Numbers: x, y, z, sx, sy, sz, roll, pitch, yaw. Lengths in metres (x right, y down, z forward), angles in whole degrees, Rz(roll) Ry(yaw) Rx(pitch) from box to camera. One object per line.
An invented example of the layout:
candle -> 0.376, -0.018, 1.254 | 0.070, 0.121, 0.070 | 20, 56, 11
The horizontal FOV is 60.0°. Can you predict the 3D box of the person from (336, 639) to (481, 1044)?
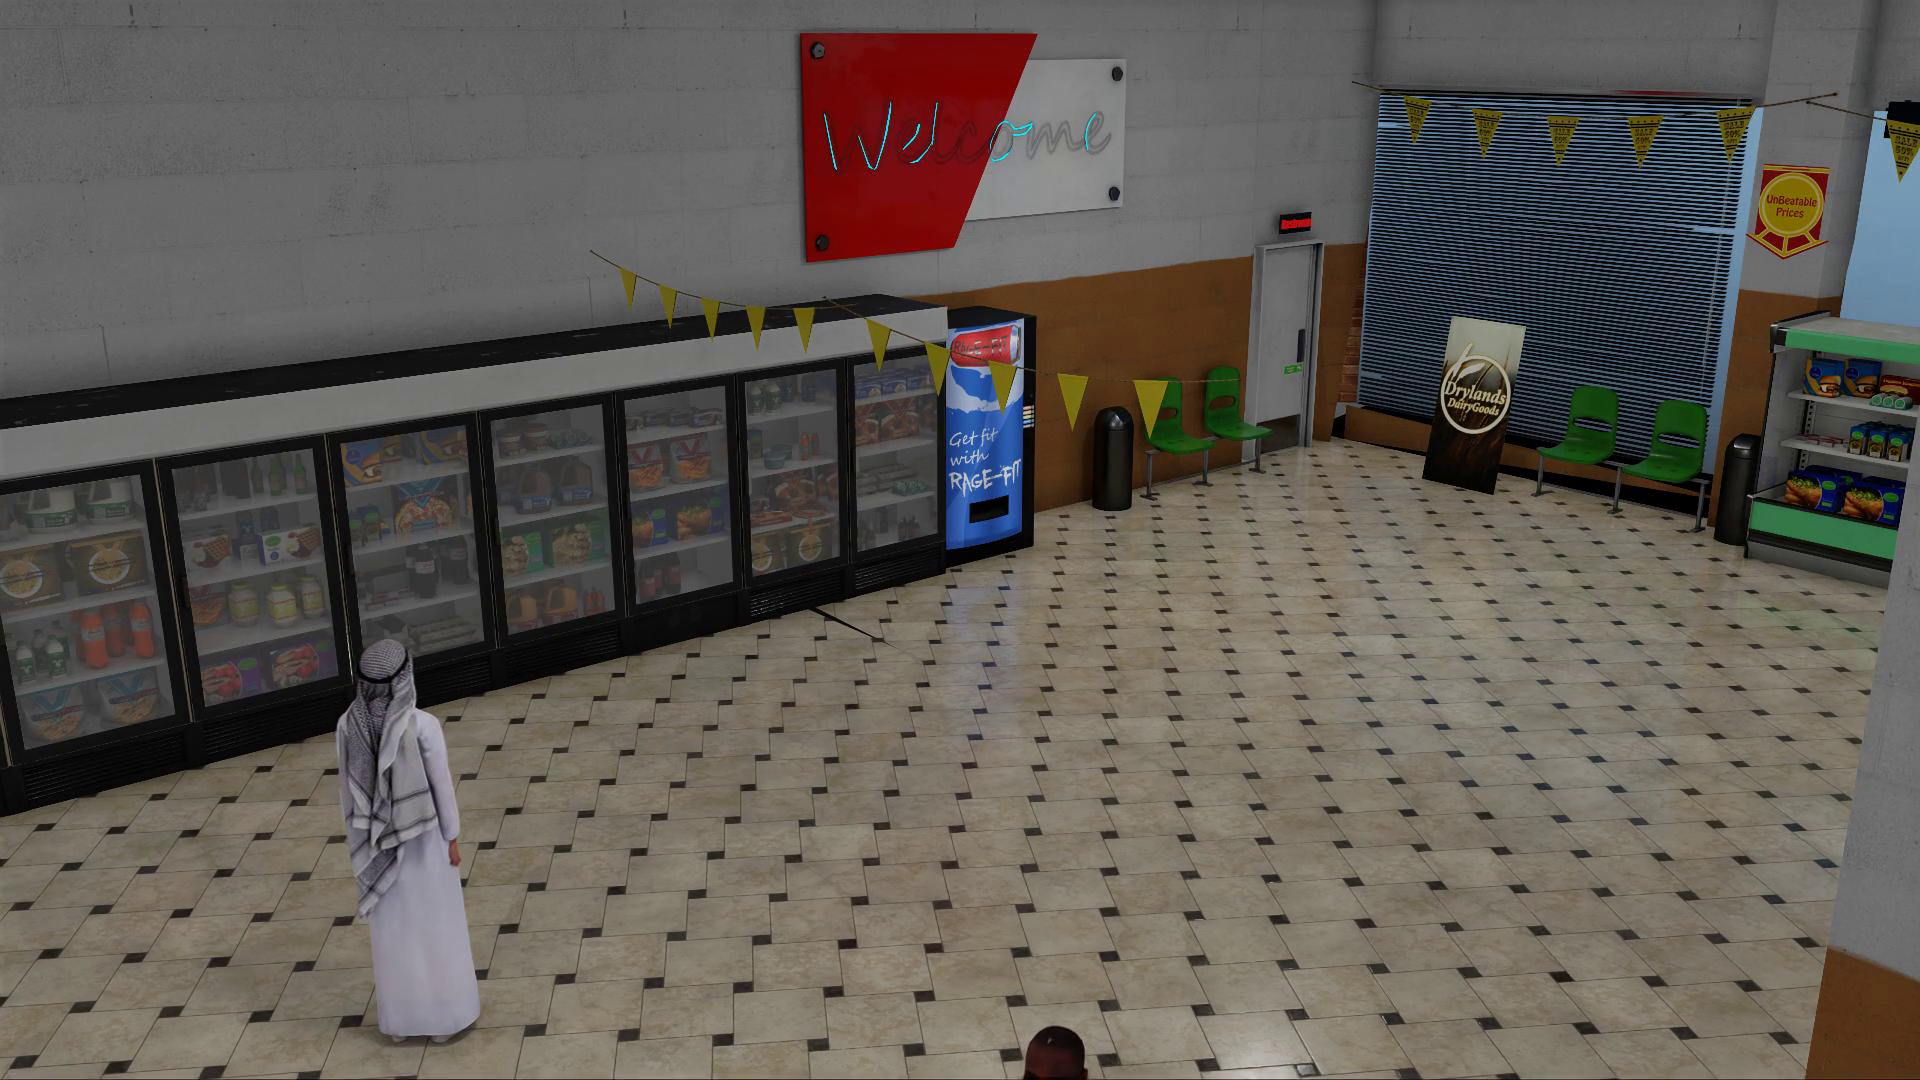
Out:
person -> -2.487, 1.353, 7.441 | 0.794, 1.927, 0.856 | 2, 17, 5
